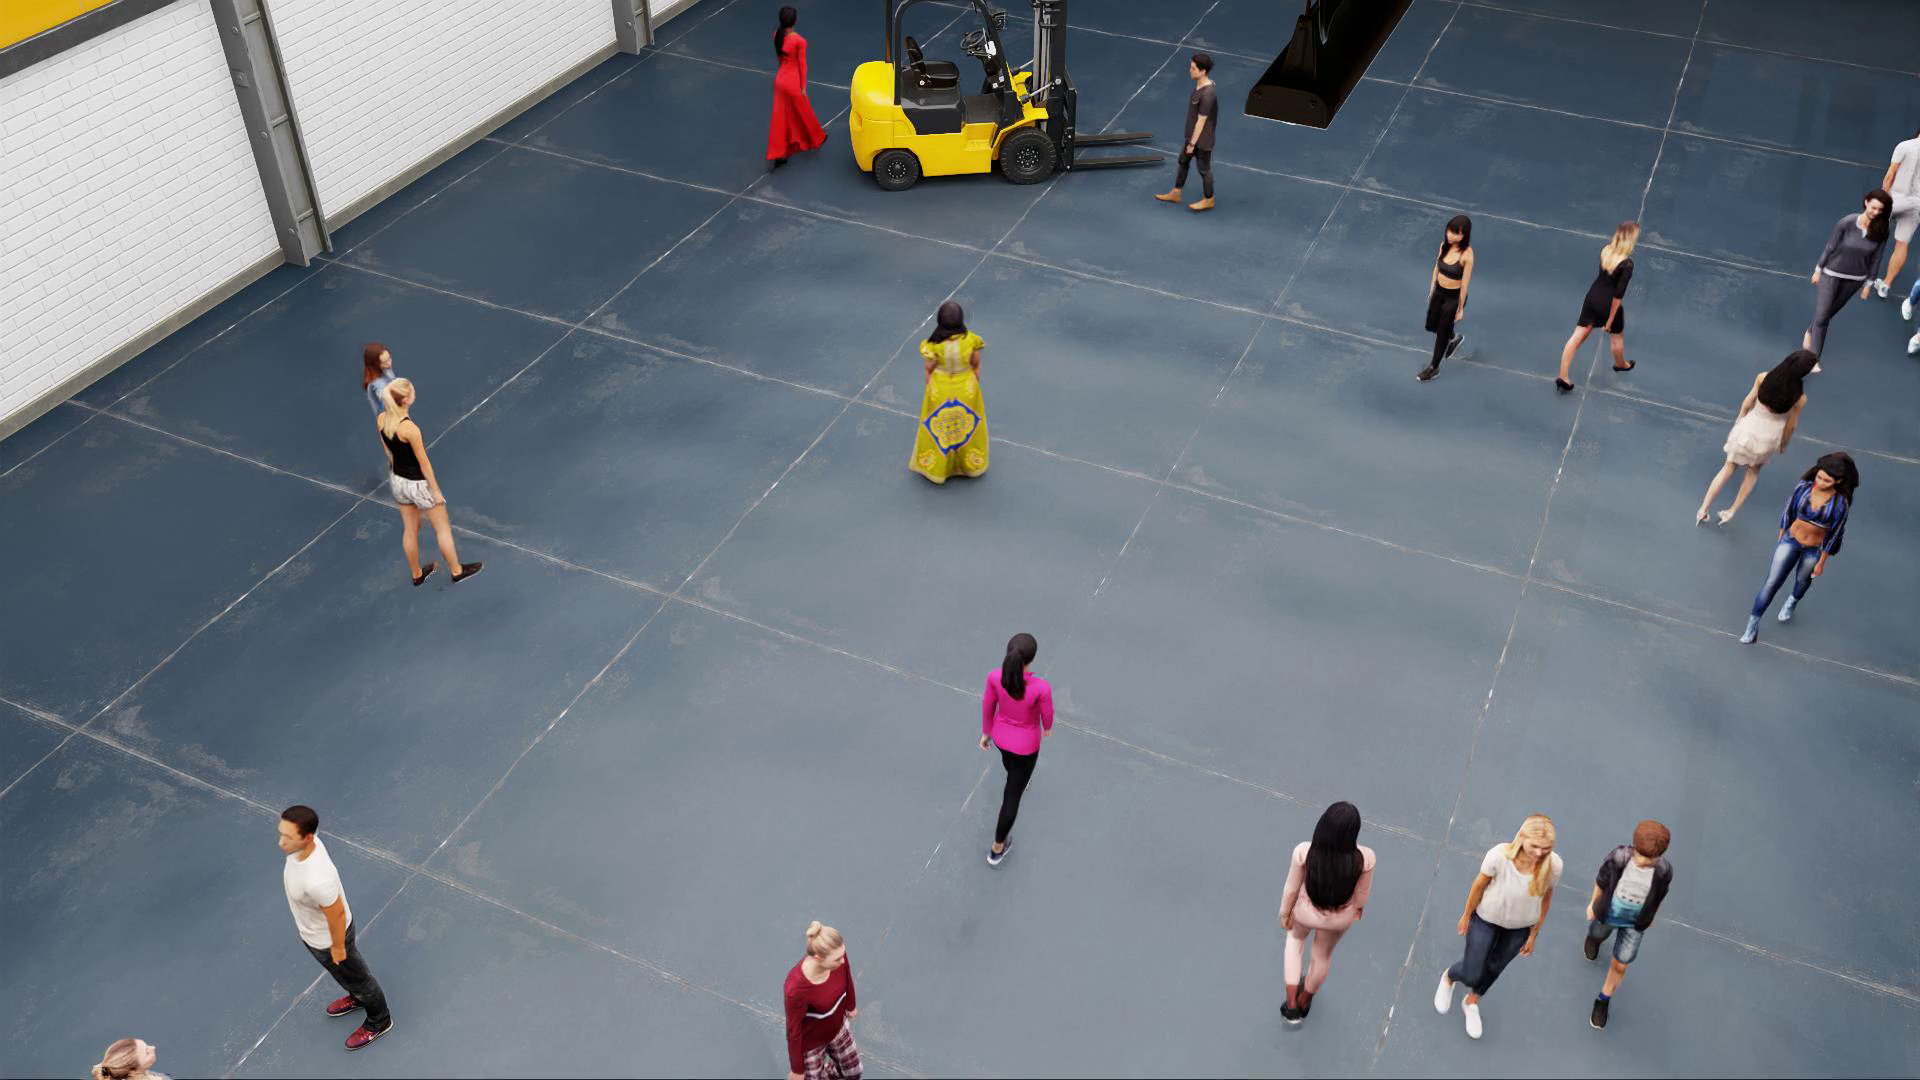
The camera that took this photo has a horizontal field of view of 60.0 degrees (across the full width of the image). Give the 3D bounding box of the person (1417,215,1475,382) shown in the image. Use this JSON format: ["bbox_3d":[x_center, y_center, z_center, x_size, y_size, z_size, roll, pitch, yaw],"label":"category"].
[{"bbox_3d":[4.418,-2.178,14.821,0.908,1.631,0.784,-23,44,-26],"label":"person"}]

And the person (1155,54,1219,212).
[{"bbox_3d":[2.586,-4.231,17.343,0.920,1.691,0.916,-4,39,-4],"label":"person"}]

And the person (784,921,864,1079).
[{"bbox_3d":[-0.791,2.557,8.840,0.832,1.694,0.668,30,47,32],"label":"person"}]

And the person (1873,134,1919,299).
[{"bbox_3d":[9.093,-3.196,15.956,0.921,1.806,1.242,5,39,6],"label":"person"}]

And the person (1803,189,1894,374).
[{"bbox_3d":[7.962,-2.409,15.038,0.816,1.721,1.165,8,39,9],"label":"person"}]

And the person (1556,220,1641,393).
[{"bbox_3d":[5.558,-2.001,14.598,1.094,1.632,0.986,-15,41,-18],"label":"person"}]

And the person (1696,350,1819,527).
[{"bbox_3d":[6.199,-0.725,12.949,0.683,1.695,0.678,22,44,25],"label":"person"}]

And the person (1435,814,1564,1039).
[{"bbox_3d":[3.039,2.079,9.357,0.700,1.797,0.747,3,39,4],"label":"person"}]

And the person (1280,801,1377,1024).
[{"bbox_3d":[2.027,2.169,9.316,0.698,1.707,0.756,7,39,8],"label":"person"}]

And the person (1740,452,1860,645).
[{"bbox_3d":[6.175,0.032,12.097,0.801,1.577,1.087,29,47,31],"label":"person"}]

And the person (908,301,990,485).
[{"bbox_3d":[-0.059,-1.204,13.588,0.991,1.658,1.020,-8,39,-10],"label":"person"}]

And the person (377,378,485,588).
[{"bbox_3d":[-4.108,-0.408,12.439,0.655,1.838,0.703,17,42,20],"label":"person"}]

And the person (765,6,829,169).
[{"bbox_3d":[-1.912,-4.901,18.156,0.742,1.735,1.185,22,44,25],"label":"person"}]

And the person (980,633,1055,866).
[{"bbox_3d":[0.313,1.339,10.403,0.581,1.658,1.106,15,41,18],"label":"person"}]

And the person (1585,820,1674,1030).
[{"bbox_3d":[3.834,2.102,9.628,0.576,1.423,0.960,13,41,16],"label":"person"}]

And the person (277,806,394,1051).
[{"bbox_3d":[-3.518,2.140,9.284,0.709,1.804,0.719,-24,44,-27],"label":"person"}]
